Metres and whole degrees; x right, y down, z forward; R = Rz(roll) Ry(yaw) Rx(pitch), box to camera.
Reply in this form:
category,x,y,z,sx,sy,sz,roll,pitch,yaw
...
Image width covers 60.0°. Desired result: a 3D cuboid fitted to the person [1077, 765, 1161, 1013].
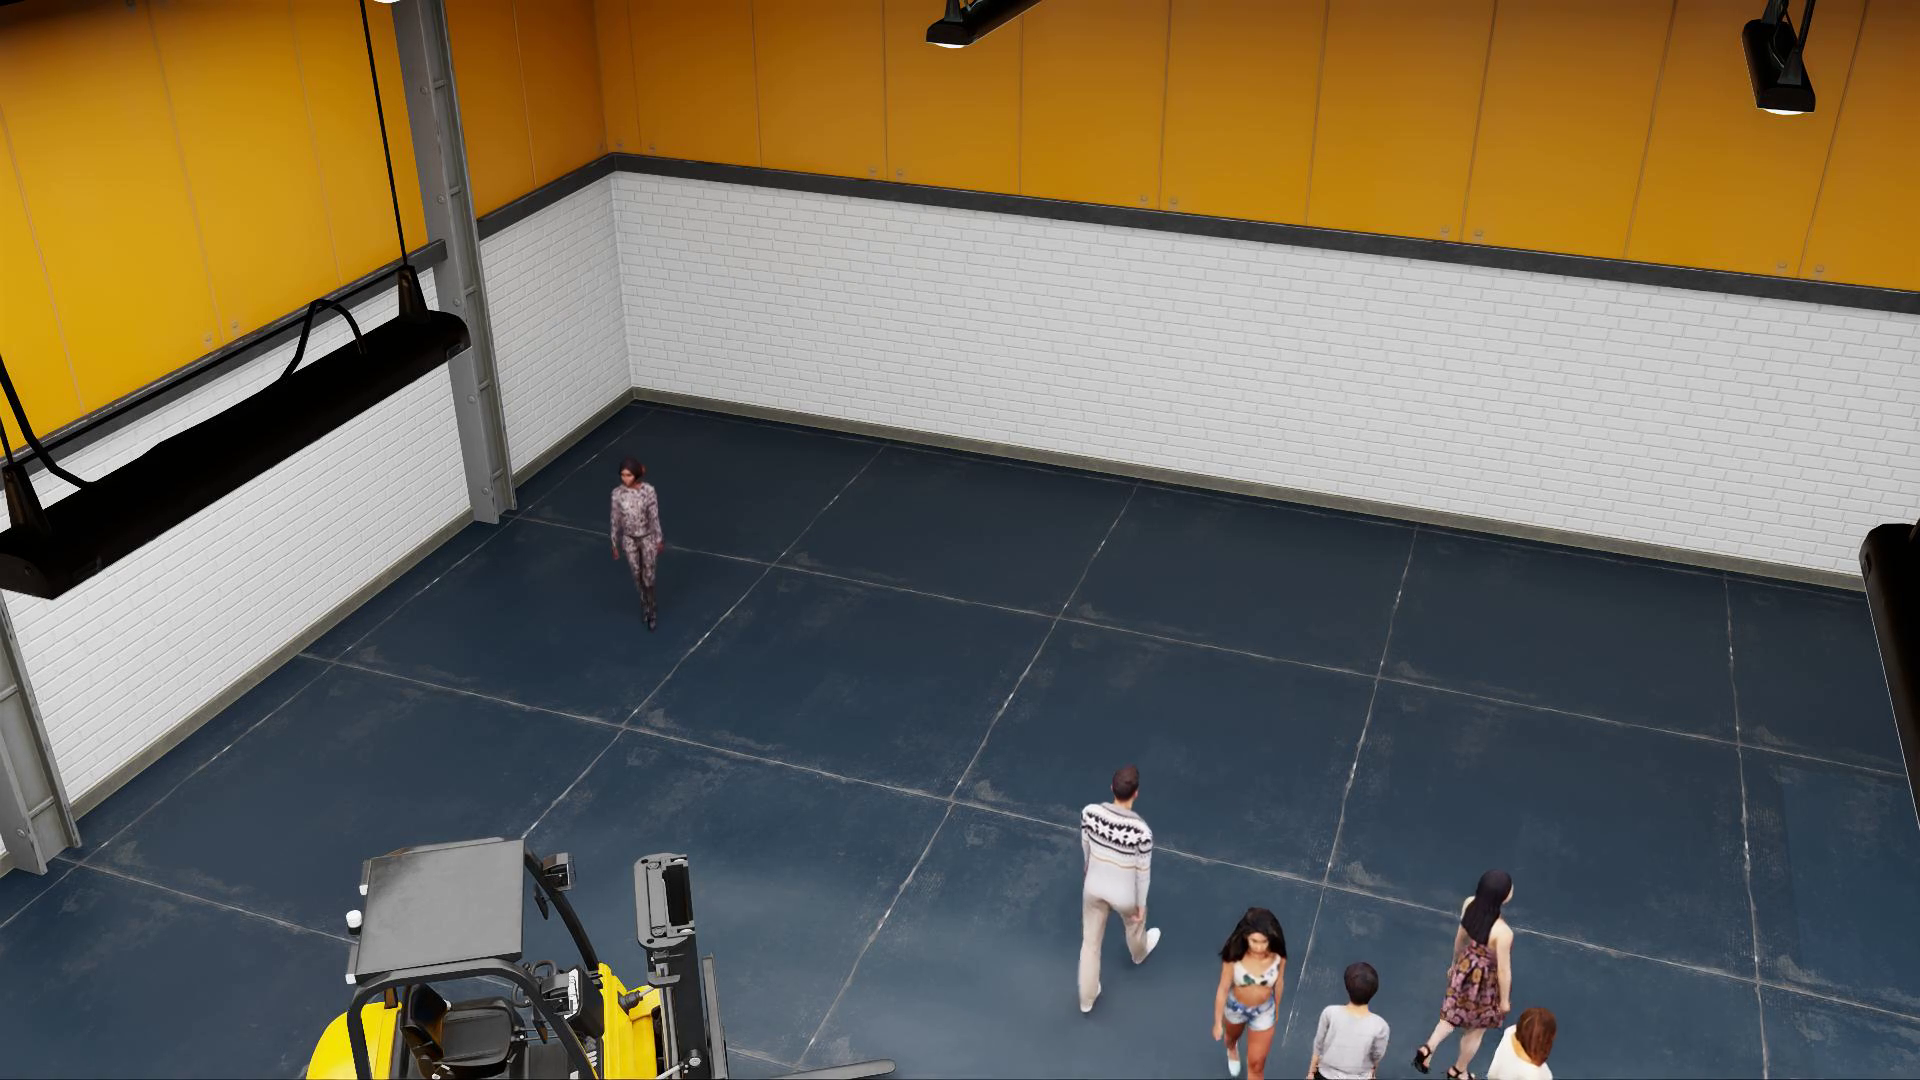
category,x,y,z,sx,sy,sz,roll,pitch,yaw
person,0.972,2.350,10.976,0.810,1.827,1.150,14,32,24

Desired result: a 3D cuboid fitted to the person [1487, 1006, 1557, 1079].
category,x,y,z,sx,sy,sz,roll,pitch,yaw
person,3.026,3.280,9.455,0.964,1.650,1.065,-3,29,-5

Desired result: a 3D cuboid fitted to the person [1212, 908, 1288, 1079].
category,x,y,z,sx,sy,sz,roll,pitch,yaw
person,1.766,2.875,10.270,0.780,1.581,1.095,1,29,3

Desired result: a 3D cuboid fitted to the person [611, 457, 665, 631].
category,x,y,z,sx,sy,sz,roll,pitch,yaw
person,-2.956,-0.022,15.451,0.683,1.706,0.717,2,29,4

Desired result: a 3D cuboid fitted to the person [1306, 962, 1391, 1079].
category,x,y,z,sx,sy,sz,roll,pitch,yaw
person,2.222,3.211,9.725,0.610,1.513,0.935,11,30,19

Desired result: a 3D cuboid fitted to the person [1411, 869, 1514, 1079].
category,x,y,z,sx,sy,sz,roll,pitch,yaw
person,3.135,2.769,10.275,0.933,1.762,0.890,-9,30,-17
